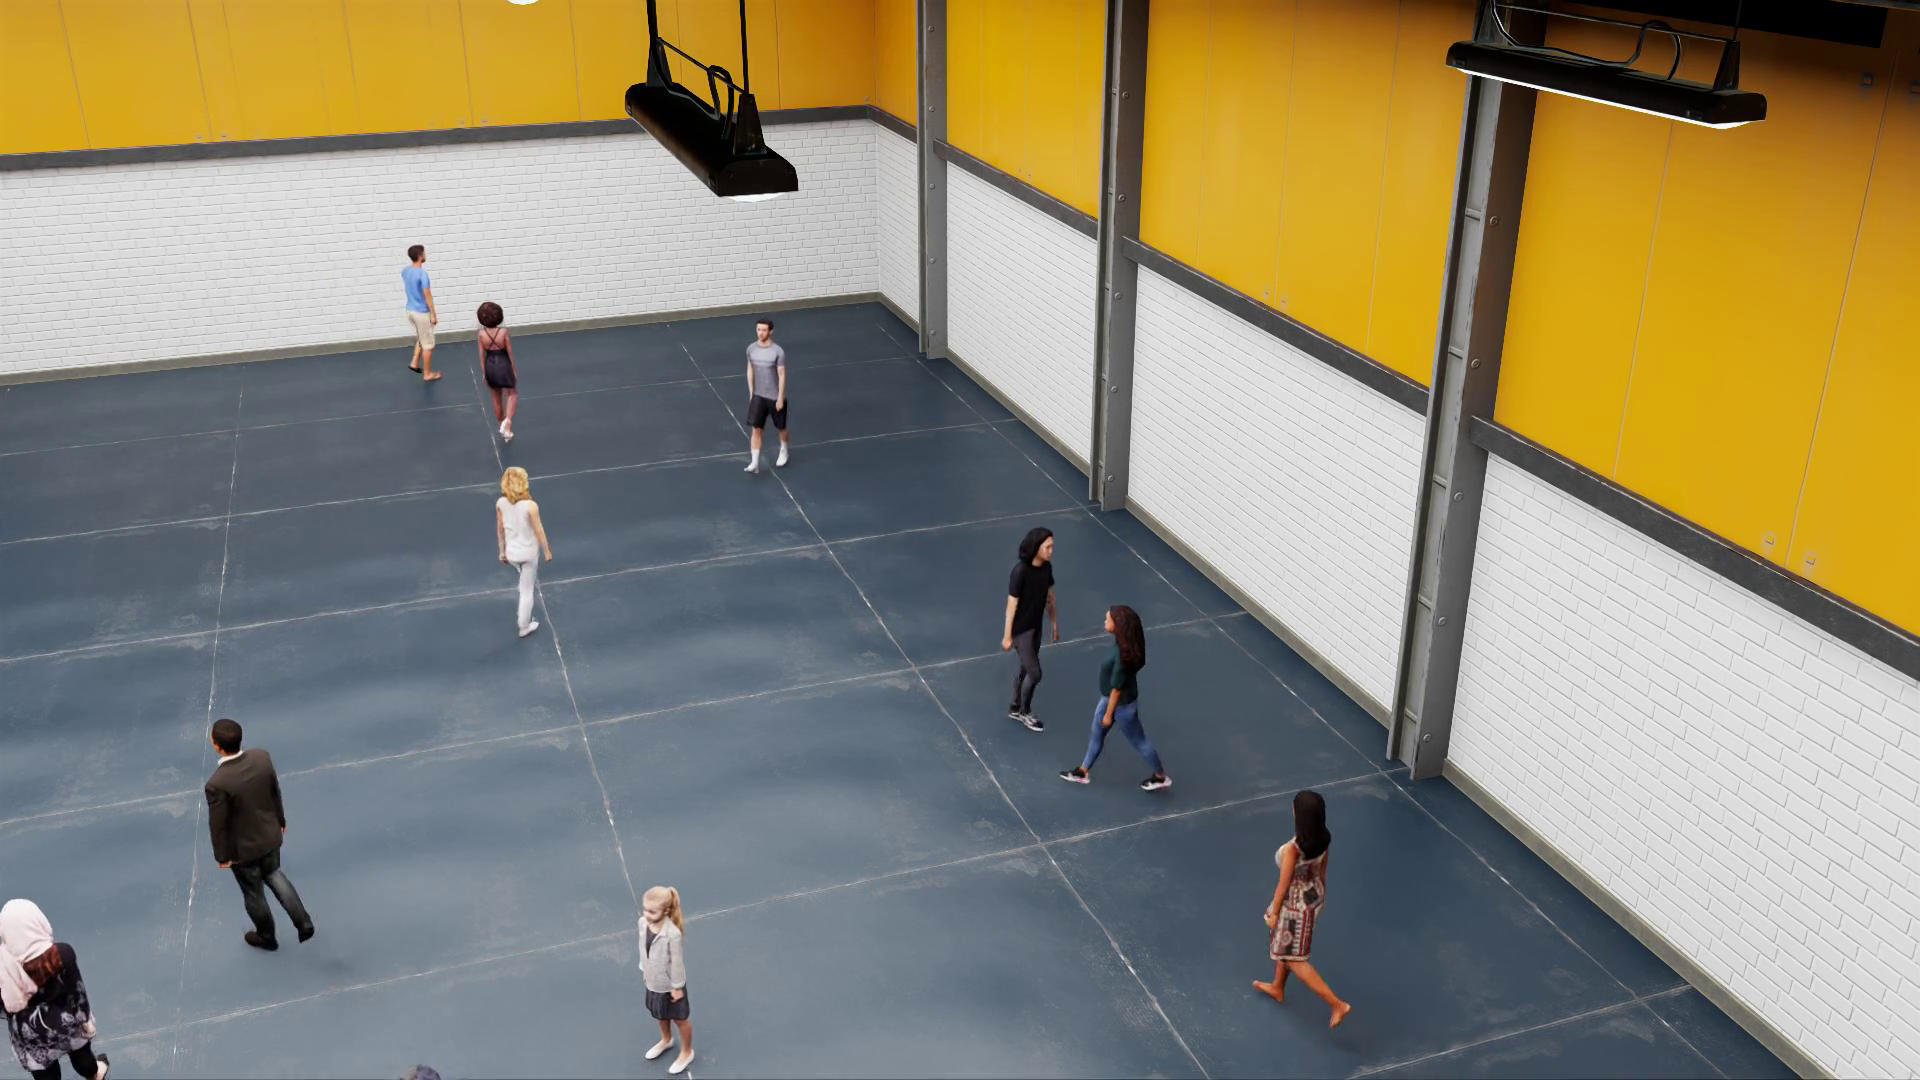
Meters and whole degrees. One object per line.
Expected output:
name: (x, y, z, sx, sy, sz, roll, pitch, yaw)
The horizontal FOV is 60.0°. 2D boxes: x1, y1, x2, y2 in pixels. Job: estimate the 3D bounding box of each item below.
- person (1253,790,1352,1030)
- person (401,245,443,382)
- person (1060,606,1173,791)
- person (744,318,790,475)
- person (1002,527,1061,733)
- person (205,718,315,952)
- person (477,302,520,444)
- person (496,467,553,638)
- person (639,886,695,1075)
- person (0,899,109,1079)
person: (2.185, 2.334, 10.423, 1.094, 1.629, 0.921, 20, 31, 39)
person: (-7.359, -3.044, 22.452, 0.806, 1.849, 0.879, 17, 29, 33)
person: (1.331, 1.279, 12.908, 0.998, 1.572, 1.132, 4, 24, 8)
person: (-2.173, -1.703, 19.405, 1.129, 1.833, 1.266, 7, 25, 17)
person: (0.503, 0.702, 13.920, 0.823, 1.819, 0.793, 17, 29, 34)
person: (-4.624, 1.989, 11.010, 1.020, 1.792, 0.951, 13, 27, 27)
person: (-5.581, -1.983, 20.112, 0.691, 1.779, 0.849, -1, 24, -2)
person: (-4.110, 0.133, 15.422, 0.704, 1.658, 0.761, 10, 25, 21)
person: (-1.794, 2.652, 10.141, 0.582, 1.274, 0.654, 16, 28, 33)
person: (-5.174, 2.793, 9.401, 0.666, 1.608, 0.973, -7, 25, -15)
